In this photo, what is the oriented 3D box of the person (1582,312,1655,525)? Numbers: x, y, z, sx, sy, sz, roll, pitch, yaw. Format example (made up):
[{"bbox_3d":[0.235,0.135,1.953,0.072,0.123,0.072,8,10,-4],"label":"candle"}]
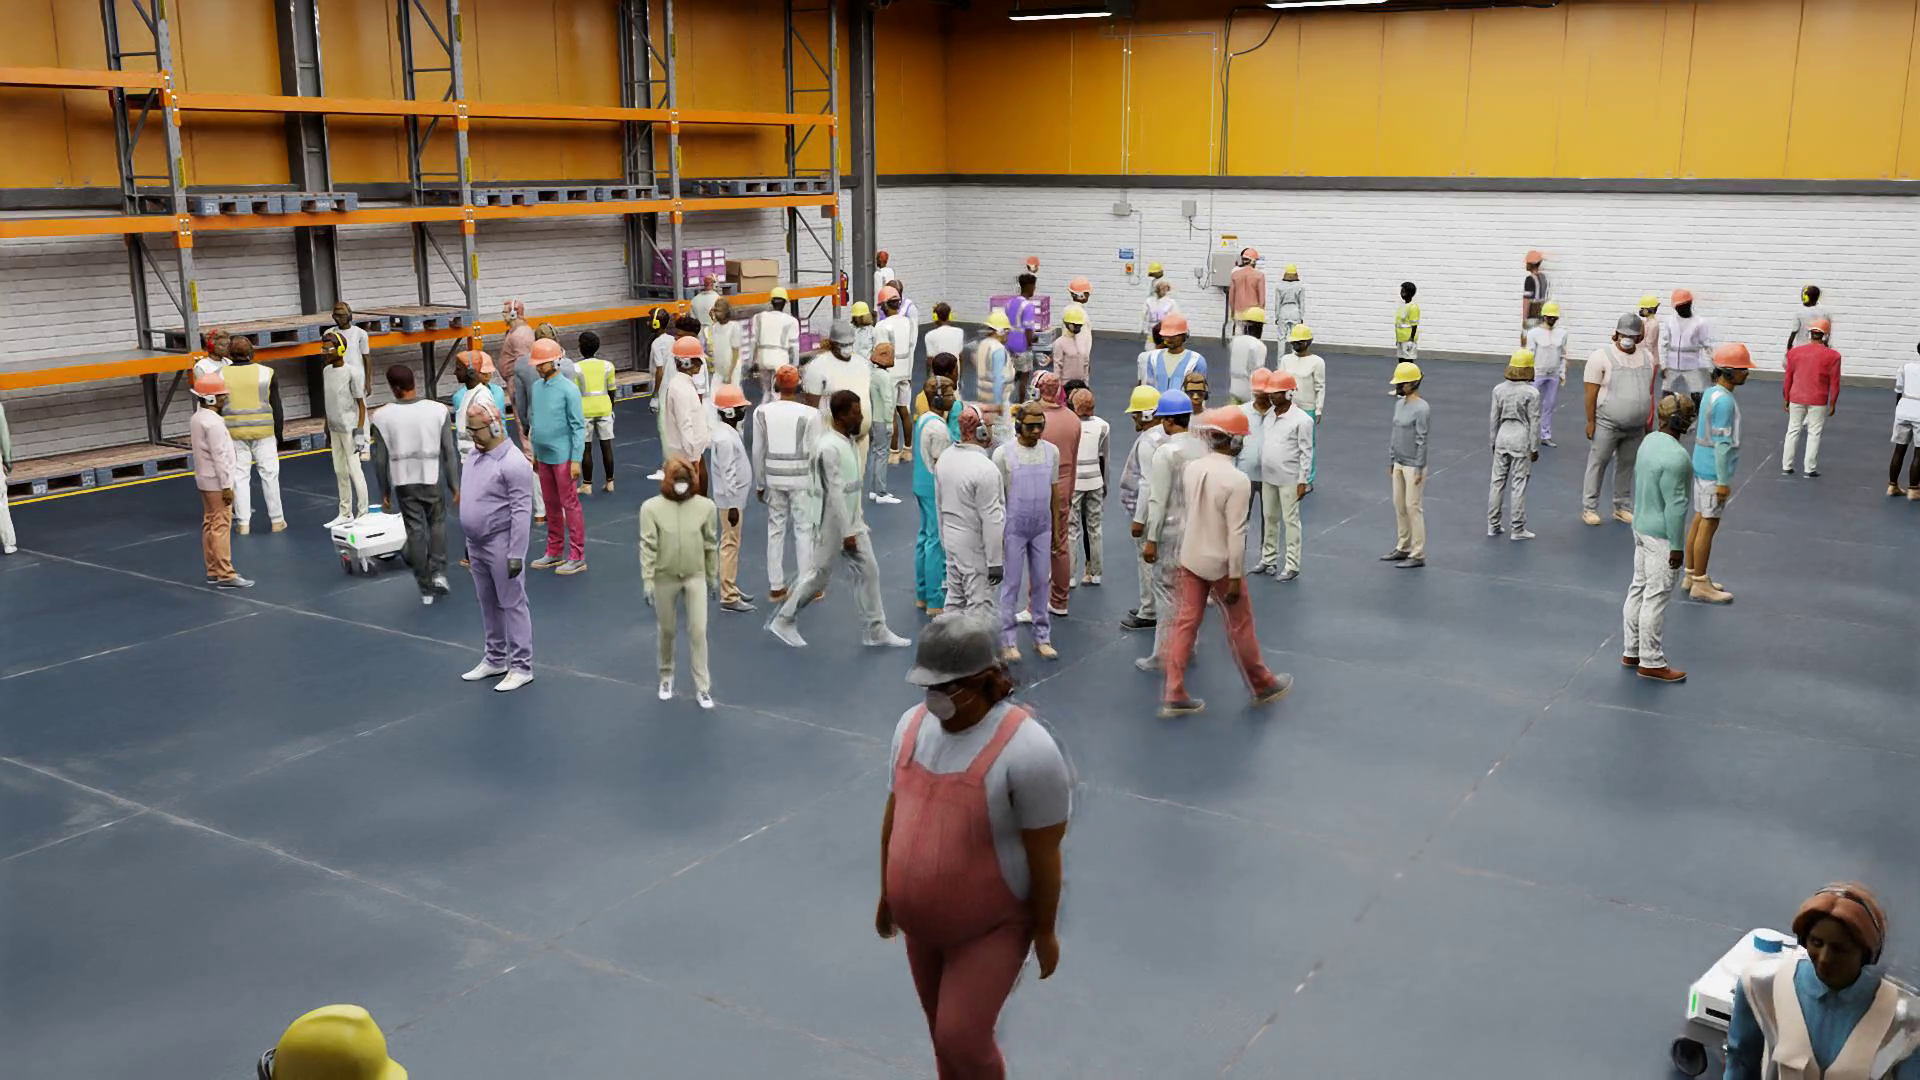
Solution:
[{"bbox_3d":[6.288,-1.151,15.797,0.686,2.000,0.535,-2,13,-10],"label":"person"}]

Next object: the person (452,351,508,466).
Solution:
[{"bbox_3d":[-4.293,-0.835,15.056,0.336,1.749,0.575,8,15,31],"label":"person"}]

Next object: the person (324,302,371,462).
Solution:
[{"bbox_3d":[-7.020,-1.811,19.091,0.514,1.843,0.327,0,13,-1],"label":"person"}]

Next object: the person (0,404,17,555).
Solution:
[{"bbox_3d":[-8.560,-0.652,14.511,0.523,1.640,0.310,-10,16,-36],"label":"person"}]

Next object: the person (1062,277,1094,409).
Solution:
[{"bbox_3d":[1.470,-2.270,20.751,0.378,1.996,0.611,-5,14,-19],"label":"person"}]

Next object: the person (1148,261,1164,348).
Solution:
[{"bbox_3d":[3.351,-3.898,28.415,0.393,1.725,0.557,-2,13,-8],"label":"person"}]

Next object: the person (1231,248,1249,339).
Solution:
[{"bbox_3d":[4.899,-4.061,28.692,0.381,1.915,0.596,-8,15,-31],"label":"person"}]

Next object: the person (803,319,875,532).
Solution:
[{"bbox_3d":[-1.098,-1.071,15.452,0.687,2.000,0.651,-11,17,-41],"label":"person"}]

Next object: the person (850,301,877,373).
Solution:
[{"bbox_3d":[-1.208,-2.044,20.326,0.486,1.743,0.299,6,14,23],"label":"person"}]

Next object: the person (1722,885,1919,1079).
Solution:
[{"bbox_3d":[2.237,1.704,4.371,0.518,1.609,0.775,9,16,33],"label":"person"}]

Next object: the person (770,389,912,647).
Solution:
[{"bbox_3d":[-0.889,-0.141,11.790,0.983,1.878,0.593,3,13,14],"label":"person"}]

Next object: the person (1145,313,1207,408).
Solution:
[{"bbox_3d":[1.996,-1.115,15.643,0.608,2.041,0.384,7,15,29],"label":"person"}]

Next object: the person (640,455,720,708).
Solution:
[{"bbox_3d":[-1.788,0.256,10.638,0.507,1.637,0.410,-4,14,-16],"label":"person"}]

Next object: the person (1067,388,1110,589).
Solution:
[{"bbox_3d":[0.981,-0.419,13.500,0.522,1.640,0.306,-6,14,-23],"label":"person"}]

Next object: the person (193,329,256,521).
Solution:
[{"bbox_3d":[-7.156,-1.120,16.095,0.387,1.842,0.566,1,13,4],"label":"person"}]

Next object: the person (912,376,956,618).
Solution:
[{"bbox_3d":[-0.182,-0.331,12.678,0.351,1.842,0.506,-4,13,-15],"label":"person"}]

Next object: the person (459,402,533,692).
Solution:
[{"bbox_3d":[-3.071,0.039,10.945,0.643,1.903,0.411,11,17,40],"label":"person"}]

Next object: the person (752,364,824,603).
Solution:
[{"bbox_3d":[-1.328,-0.434,13.028,0.587,1.883,0.342,4,14,16],"label":"person"}]

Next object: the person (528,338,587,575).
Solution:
[{"bbox_3d":[-3.403,-0.704,13.966,0.625,1.988,0.395,11,17,39],"label":"person"}]

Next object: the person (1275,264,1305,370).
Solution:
[{"bbox_3d":[5.418,-3.665,27.357,0.487,1.744,0.294,2,13,10],"label":"person"}]

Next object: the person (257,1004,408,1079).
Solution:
[{"bbox_3d":[-1.310,1.814,3.563,0.339,1.761,0.524,-1,13,-3],"label":"person"}]

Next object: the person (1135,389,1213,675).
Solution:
[{"bbox_3d":[1.462,-0.054,11.286,0.420,1.933,0.618,11,17,39],"label":"person"}]

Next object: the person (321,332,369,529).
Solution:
[{"bbox_3d":[-5.779,-1.010,15.564,0.534,1.869,0.315,8,15,31],"label":"person"}]

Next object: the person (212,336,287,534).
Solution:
[{"bbox_3d":[-6.603,-0.972,15.458,0.619,1.845,0.430,-5,14,-20],"label":"person"}]

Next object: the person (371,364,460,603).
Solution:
[{"bbox_3d":[-4.257,-0.445,13.076,0.634,1.882,0.490,-4,14,-17],"label":"person"}]

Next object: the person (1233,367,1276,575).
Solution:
[{"bbox_3d":[2.506,-0.572,13.912,0.564,1.752,0.339,2,13,10],"label":"person"}]

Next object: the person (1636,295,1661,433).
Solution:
[{"bbox_3d":[8.683,-2.223,21.075,0.339,1.757,0.518,3,13,15],"label":"person"}]

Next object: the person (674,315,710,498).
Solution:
[{"bbox_3d":[-2.610,-1.194,16.144,0.361,1.965,0.612,-3,13,-13],"label":"person"}]

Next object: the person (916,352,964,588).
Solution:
[{"bbox_3d":[-0.147,-0.570,13.543,0.392,1.920,0.587,-9,16,-35],"label":"person"}]

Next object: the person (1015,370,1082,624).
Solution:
[{"bbox_3d":[0.618,-0.321,12.492,0.409,1.907,0.651,11,17,40],"label":"person"}]

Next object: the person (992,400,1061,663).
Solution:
[{"bbox_3d":[0.464,-0.058,11.514,0.504,1.838,0.357,-5,14,-21],"label":"person"}]

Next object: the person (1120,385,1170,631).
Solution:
[{"bbox_3d":[1.384,-0.236,12.307,0.403,1.825,0.586,4,14,19],"label":"person"}]

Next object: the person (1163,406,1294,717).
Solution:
[{"bbox_3d":[1.685,0.127,10.451,0.982,1.944,0.640,-8,15,-32],"label":"person"}]

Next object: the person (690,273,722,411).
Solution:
[{"bbox_3d":[-3.368,-2.692,22.774,0.636,1.911,0.404,9,16,33],"label":"person"}]

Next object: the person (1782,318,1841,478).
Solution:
[{"bbox_3d":[9.320,-1.553,18.210,0.571,1.738,0.354,12,17,41],"label":"person"}]

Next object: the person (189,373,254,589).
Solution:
[{"bbox_3d":[-6.032,-0.485,13.535,0.327,1.753,0.561,-10,16,-38],"label":"person"}]

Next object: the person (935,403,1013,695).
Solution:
[{"bbox_3d":[0.105,0.064,10.813,0.402,1.910,0.652,-8,15,-30],"label":"person"}]
